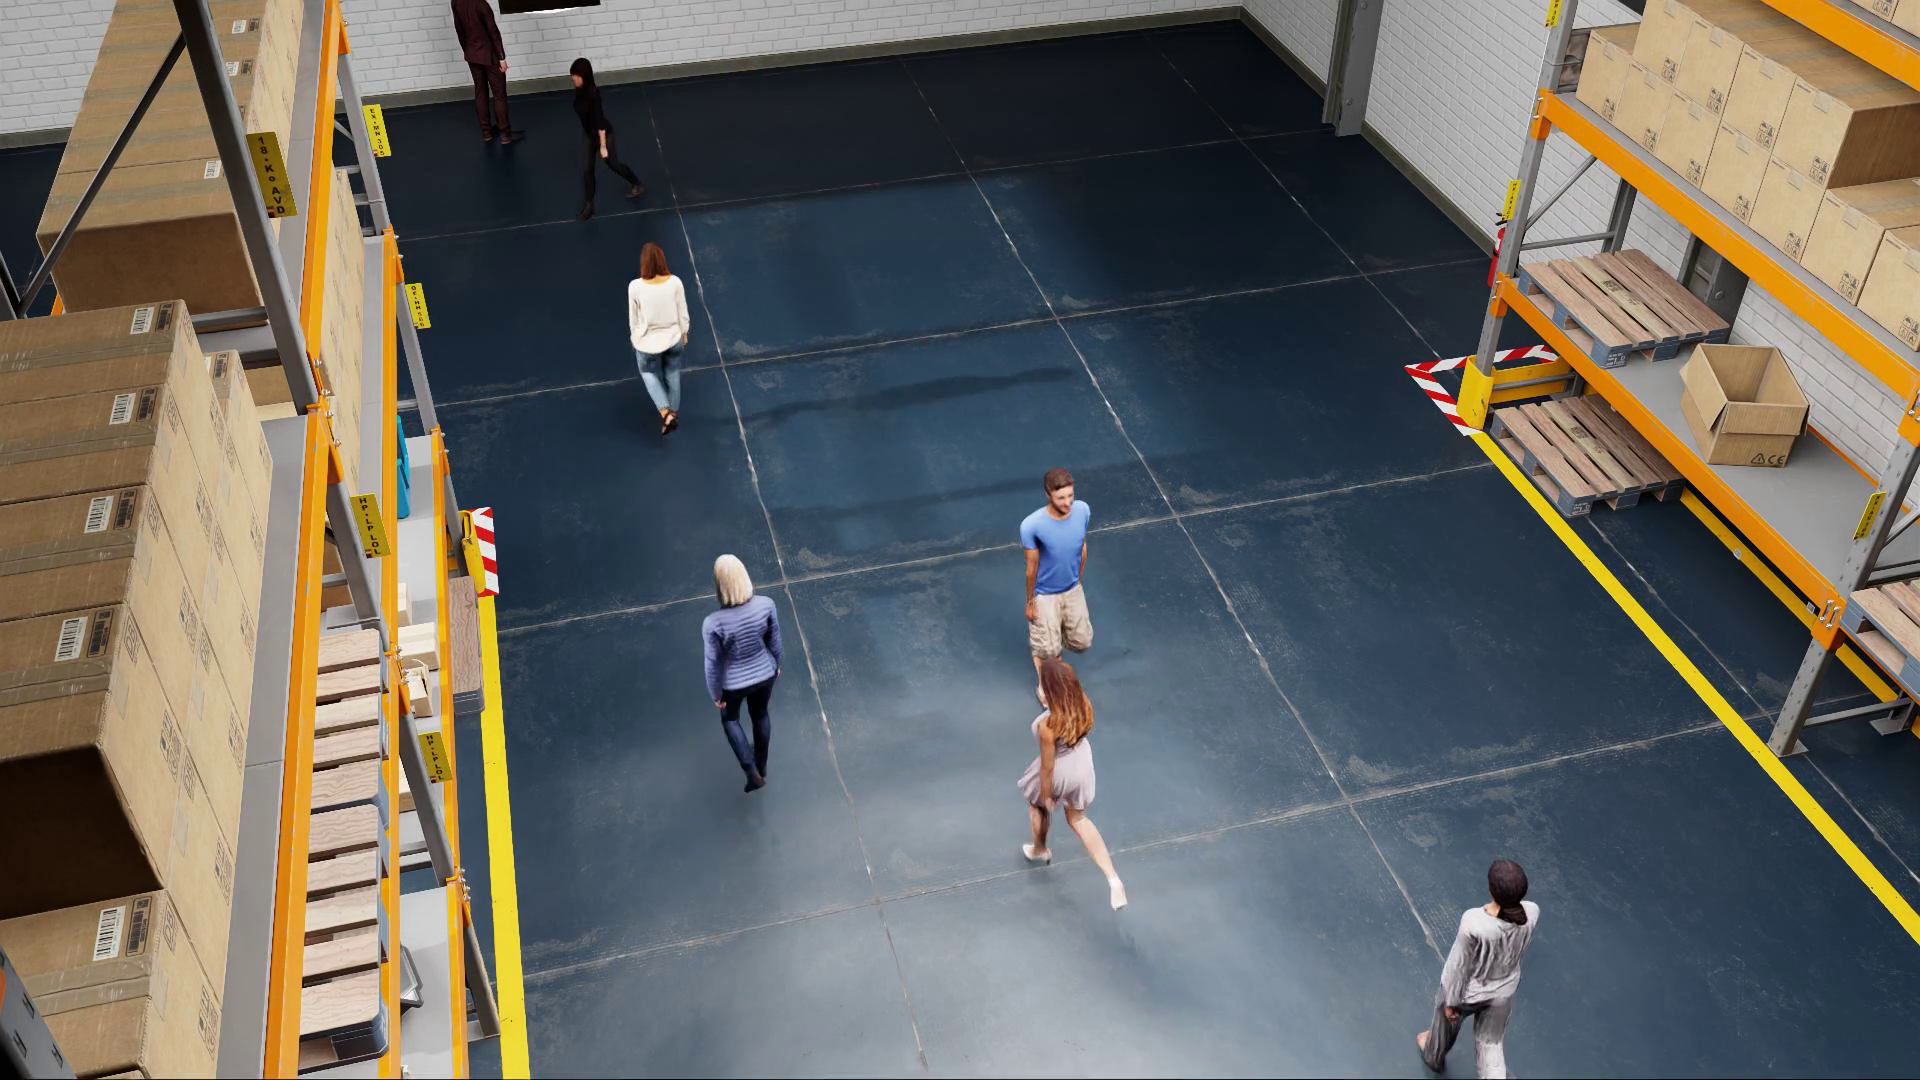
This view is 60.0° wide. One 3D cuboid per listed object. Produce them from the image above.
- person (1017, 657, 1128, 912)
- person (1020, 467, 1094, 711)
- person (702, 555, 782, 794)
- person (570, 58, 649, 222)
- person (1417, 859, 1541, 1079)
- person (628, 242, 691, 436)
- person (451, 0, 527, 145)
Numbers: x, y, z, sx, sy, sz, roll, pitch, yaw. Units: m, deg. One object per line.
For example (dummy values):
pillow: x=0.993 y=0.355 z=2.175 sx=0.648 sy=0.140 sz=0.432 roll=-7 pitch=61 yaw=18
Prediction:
person: x=0.635 y=1.387 z=9.255 sx=0.880 sy=1.735 sz=1.133 roll=-28 pitch=47 yaw=-31
person: x=0.557 y=0.264 z=10.569 sx=0.692 sy=1.850 sz=0.824 roll=-15 pitch=41 yaw=-18
person: x=-1.250 y=0.855 z=9.925 sx=0.732 sy=1.732 sz=0.840 roll=-17 pitch=42 yaw=-20
person: x=-3.418 y=-3.891 z=15.981 sx=1.042 sy=1.590 sz=1.077 roll=-30 pitch=47 yaw=-32
person: x=2.596 y=2.266 z=8.145 sx=0.664 sy=1.746 sz=1.054 roll=-5 pitch=39 yaw=-7
person: x=-2.324 y=-1.512 z=12.939 sx=0.650 sy=1.668 sz=0.738 roll=-12 pitch=40 yaw=-15
person: x=-4.911 y=-5.007 z=17.158 sx=0.779 sy=1.865 sz=0.817 roll=16 pitch=41 yaw=19
